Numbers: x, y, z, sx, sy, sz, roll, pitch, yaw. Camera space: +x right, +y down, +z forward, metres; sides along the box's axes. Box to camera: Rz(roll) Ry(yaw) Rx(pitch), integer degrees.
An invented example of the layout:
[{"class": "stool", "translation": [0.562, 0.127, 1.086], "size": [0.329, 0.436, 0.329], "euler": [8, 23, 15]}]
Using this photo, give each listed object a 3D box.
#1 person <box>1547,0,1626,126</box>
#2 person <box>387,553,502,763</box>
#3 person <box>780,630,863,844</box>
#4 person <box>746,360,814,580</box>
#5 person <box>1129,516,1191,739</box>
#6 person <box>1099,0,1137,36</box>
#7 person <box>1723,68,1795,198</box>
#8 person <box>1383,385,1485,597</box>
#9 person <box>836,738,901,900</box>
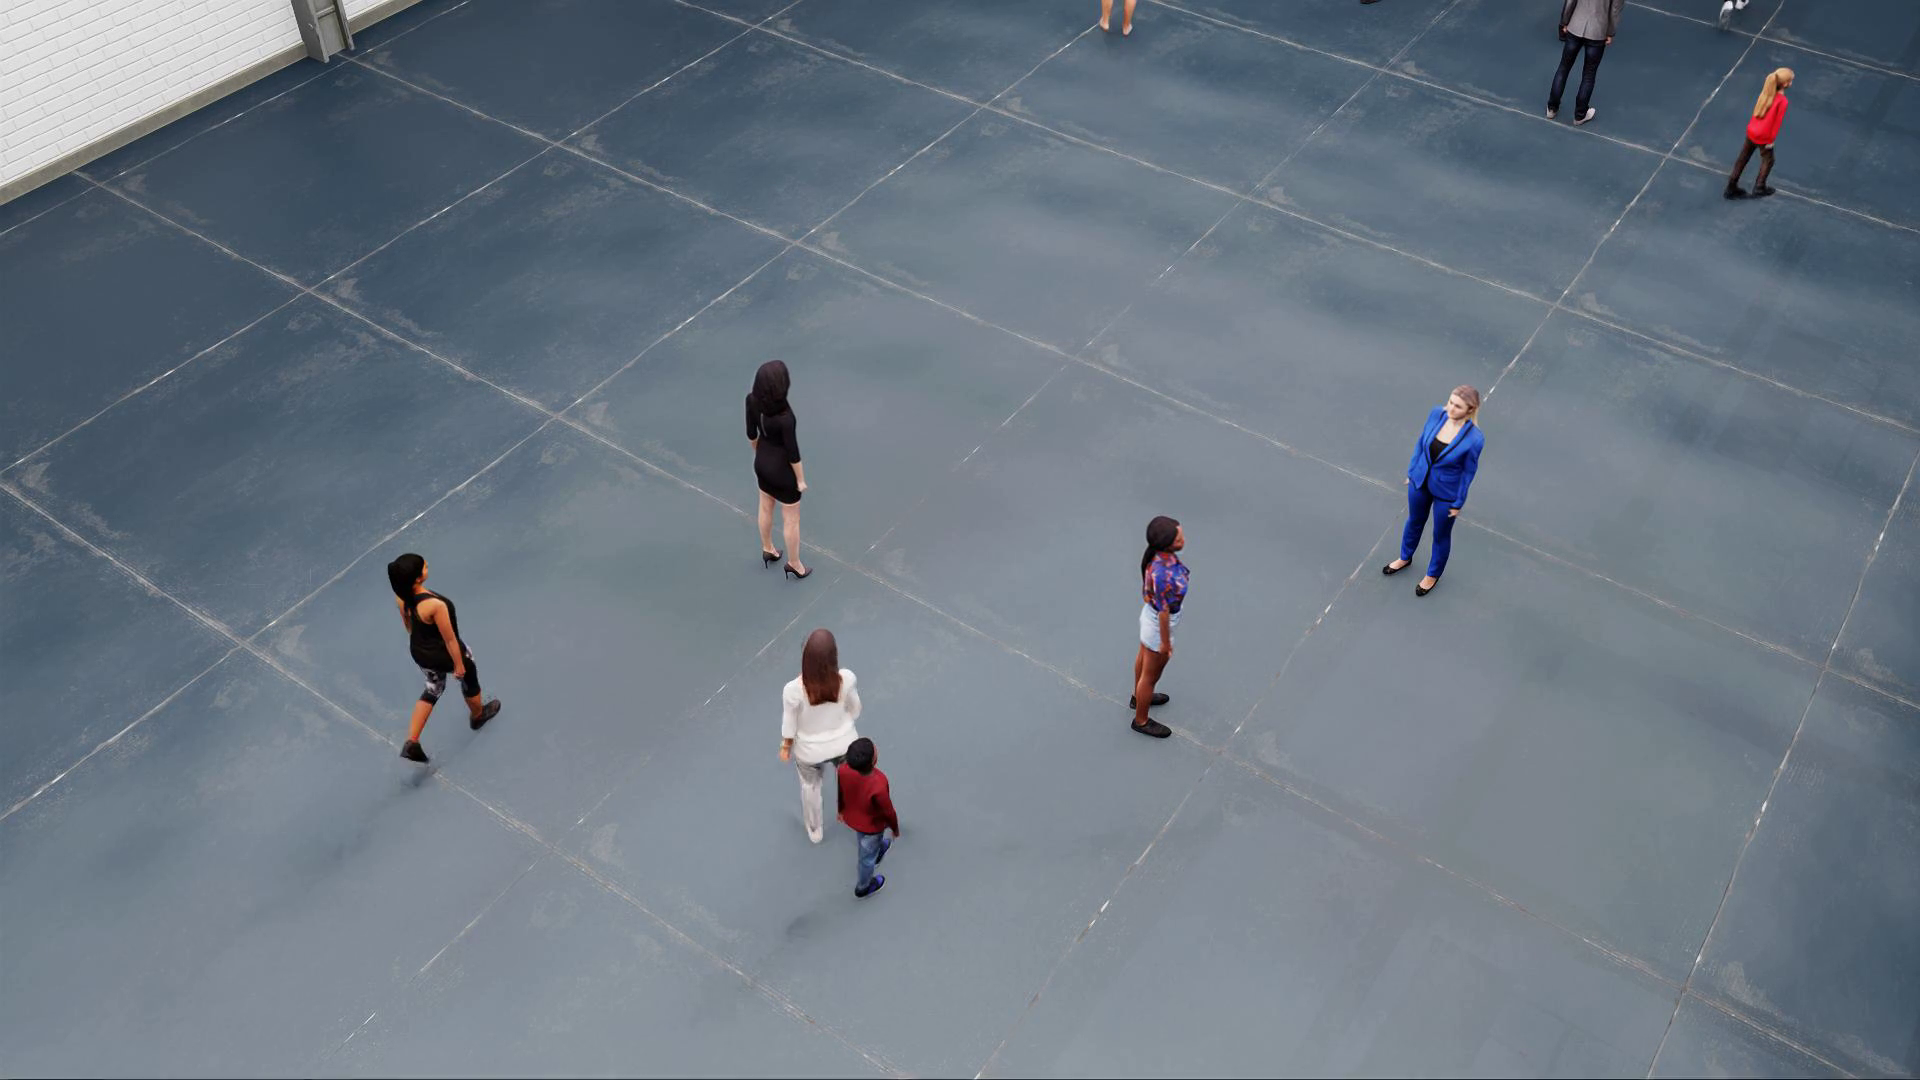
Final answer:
[{"class": "person", "translation": [6.032, -4.900, 15.944], "size": [0.669, 1.874, 0.578], "euler": [25, 49, 24]}, {"class": "person", "translation": [-3.260, 0.727, 10.207], "size": [0.633, 1.640, 1.007], "euler": [22, 48, 22]}, {"class": "person", "translation": [-0.762, 1.169, 9.715], "size": [0.679, 1.678, 0.790], "euler": [-21, 47, -20]}, {"class": "person", "translation": [-1.250, -0.470, 11.345], "size": [0.624, 1.803, 0.524], "euler": [31, 52, 29]}, {"class": "person", "translation": [1.228, 0.519, 10.352], "size": [0.727, 1.741, 0.623], "euler": [2, 44, 2]}, {"class": "person", "translation": [1.728, -6.101, 17.251], "size": [0.803, 1.810, 0.825], "euler": [4, 44, 4]}, {"class": "person", "translation": [7.224, -3.668, 15.089], "size": [0.798, 1.269, 0.716], "euler": [-12, 45, -13]}, {"class": "person", "translation": [3.257, -0.363, 11.307], "size": [0.631, 1.701, 0.668], "euler": [-31, 51, -28]}, {"class": "person", "translation": [-0.584, 1.631, 9.549], "size": [0.540, 1.238, 0.657], "euler": [31, 51, 28]}]
